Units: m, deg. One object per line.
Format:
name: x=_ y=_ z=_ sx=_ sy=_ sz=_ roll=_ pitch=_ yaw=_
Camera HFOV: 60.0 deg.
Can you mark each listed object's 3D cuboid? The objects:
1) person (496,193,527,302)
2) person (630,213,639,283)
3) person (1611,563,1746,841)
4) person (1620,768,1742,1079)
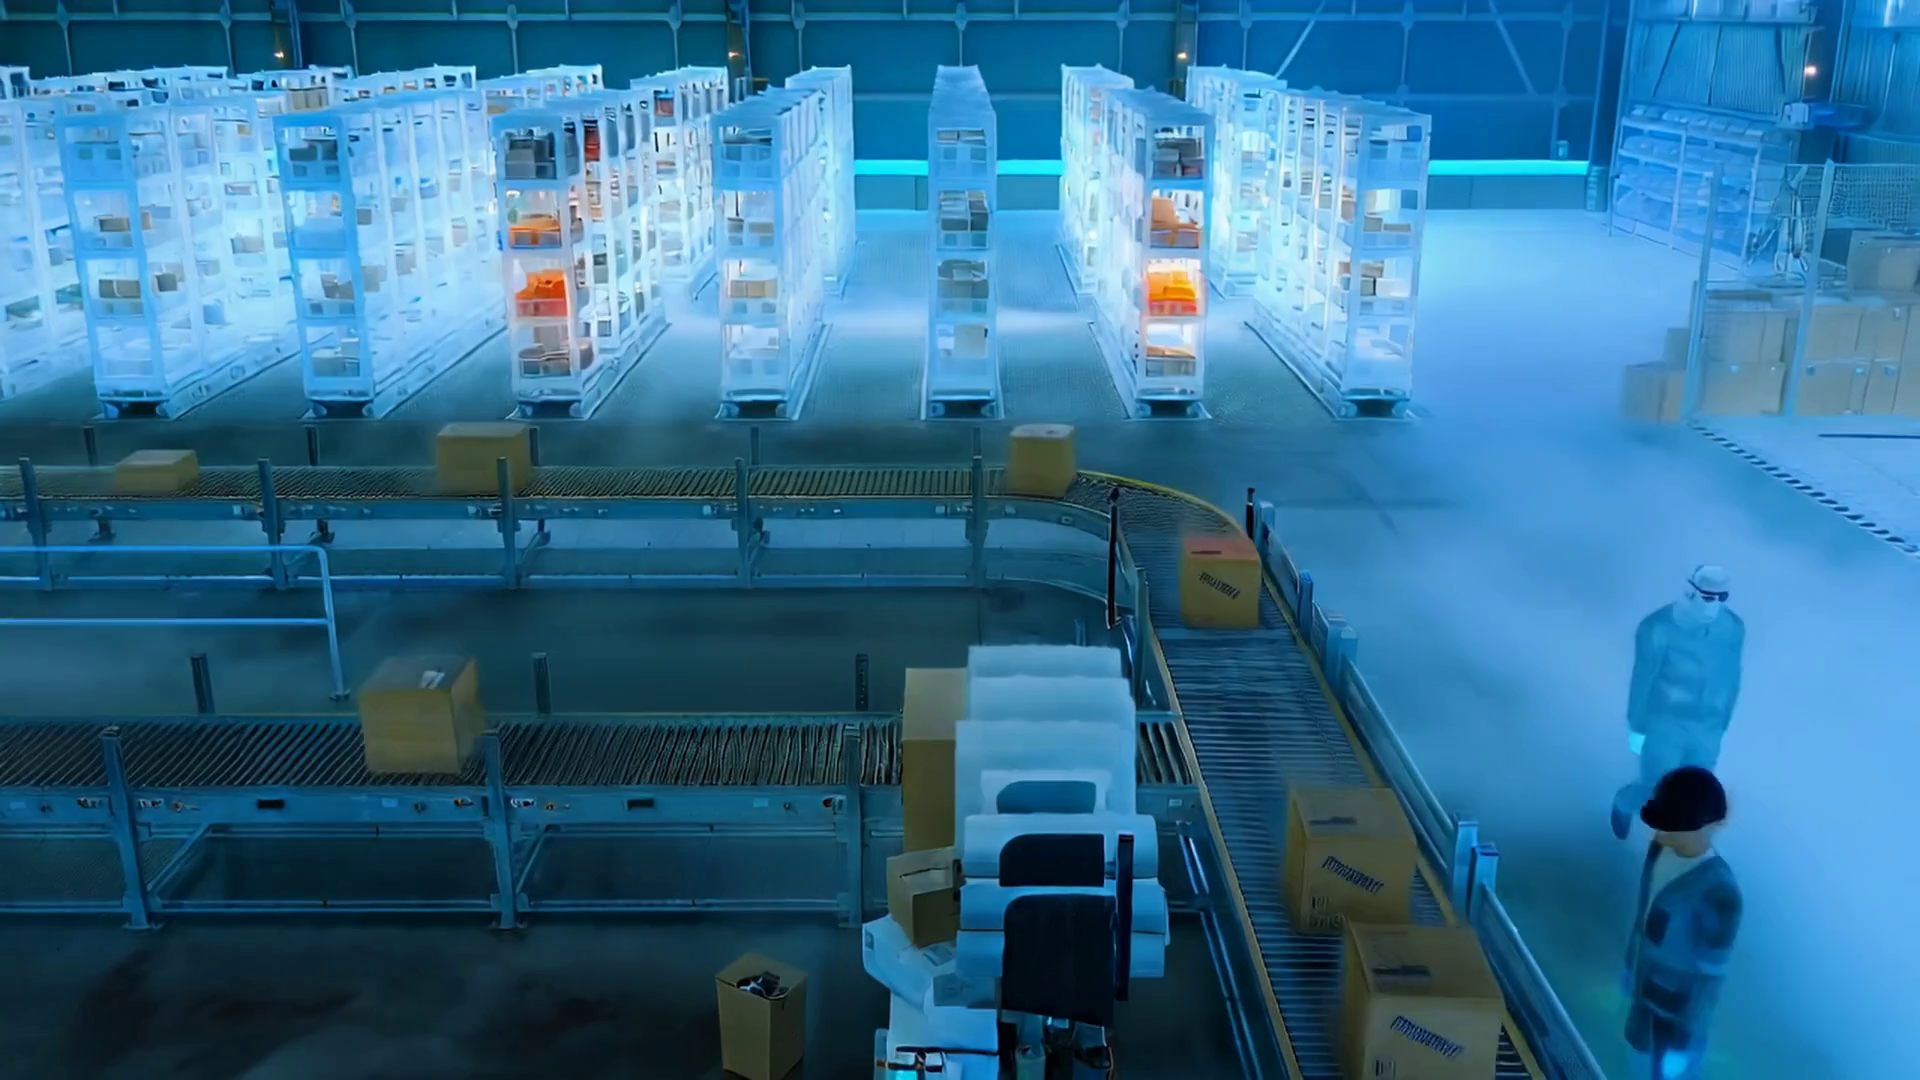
person: x=-7.560 y=-4.858 z=27.672 sx=0.681 sy=1.806 sz=0.615 roll=-1 pitch=18 yaw=-4
person: x=-5.555 y=-4.969 z=28.028 sx=0.618 sy=1.814 sz=0.609 roll=10 pitch=20 yaw=28
person: x=4.096 y=1.010 z=9.463 sx=0.659 sy=1.893 sz=0.620 roll=-2 pitch=18 yaw=-6
person: x=2.837 y=1.833 z=6.730 sx=0.413 sy=2.023 sz=0.650 roll=0 pitch=18 yaw=0
